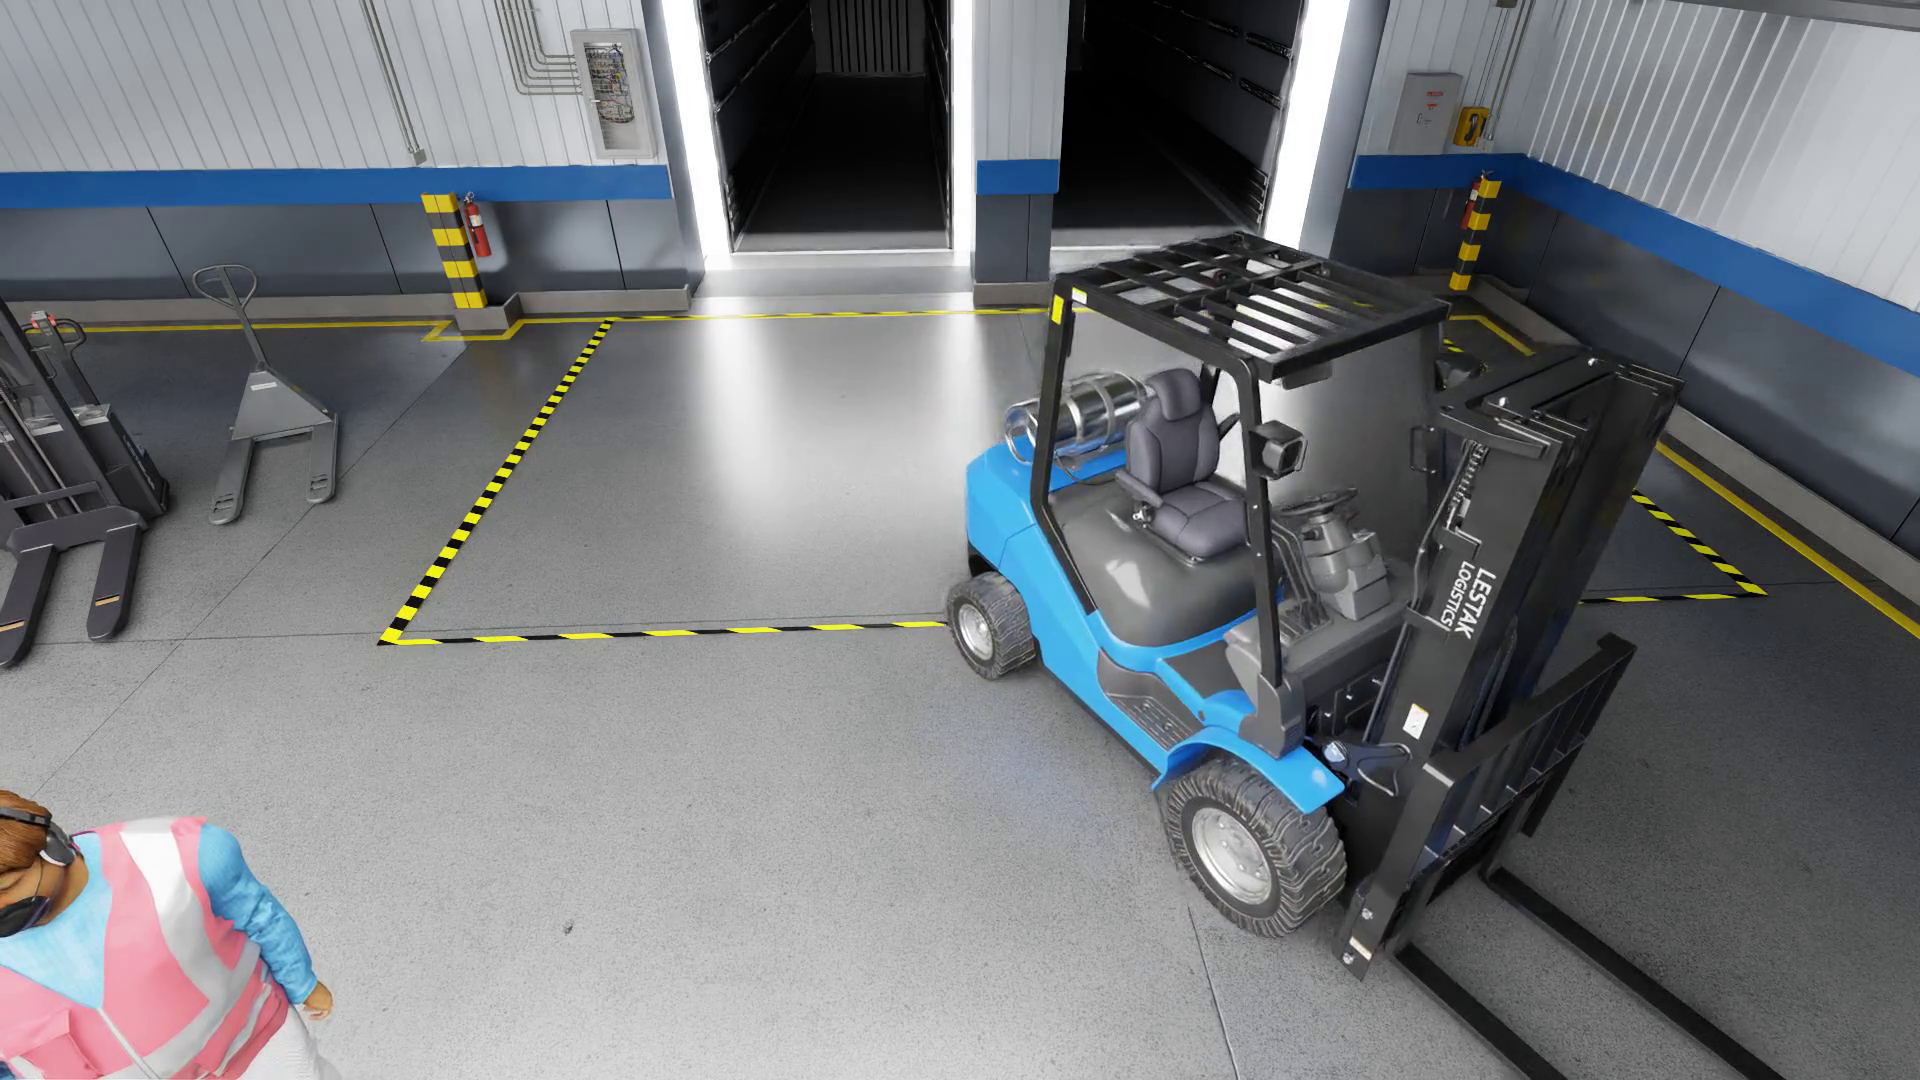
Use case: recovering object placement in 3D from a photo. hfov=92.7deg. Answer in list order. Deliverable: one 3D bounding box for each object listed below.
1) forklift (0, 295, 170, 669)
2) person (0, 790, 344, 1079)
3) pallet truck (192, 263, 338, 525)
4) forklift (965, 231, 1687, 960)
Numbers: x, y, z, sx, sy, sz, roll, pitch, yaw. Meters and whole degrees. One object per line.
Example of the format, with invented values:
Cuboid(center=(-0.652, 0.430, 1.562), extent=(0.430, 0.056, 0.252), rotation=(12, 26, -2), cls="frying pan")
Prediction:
Cuboid(center=(-5.212, -0.618, 4.878), extent=(0.823, 1.965, 1.885), rotation=(-20, 39, -26), cls="forklift")
Cuboid(center=(-1.944, 1.277, 2.290), extent=(0.633, 1.841, 0.429), rotation=(-27, 43, -33), cls="person")
Cuboid(center=(-4.778, -1.027, 6.128), extent=(0.680, 1.201, 1.601), rotation=(-17, 38, -23), cls="pallet truck")
Cuboid(center=(1.103, -0.080, 3.794), extent=(1.157, 2.036, 2.680), rotation=(-21, 40, -27), cls="forklift")
